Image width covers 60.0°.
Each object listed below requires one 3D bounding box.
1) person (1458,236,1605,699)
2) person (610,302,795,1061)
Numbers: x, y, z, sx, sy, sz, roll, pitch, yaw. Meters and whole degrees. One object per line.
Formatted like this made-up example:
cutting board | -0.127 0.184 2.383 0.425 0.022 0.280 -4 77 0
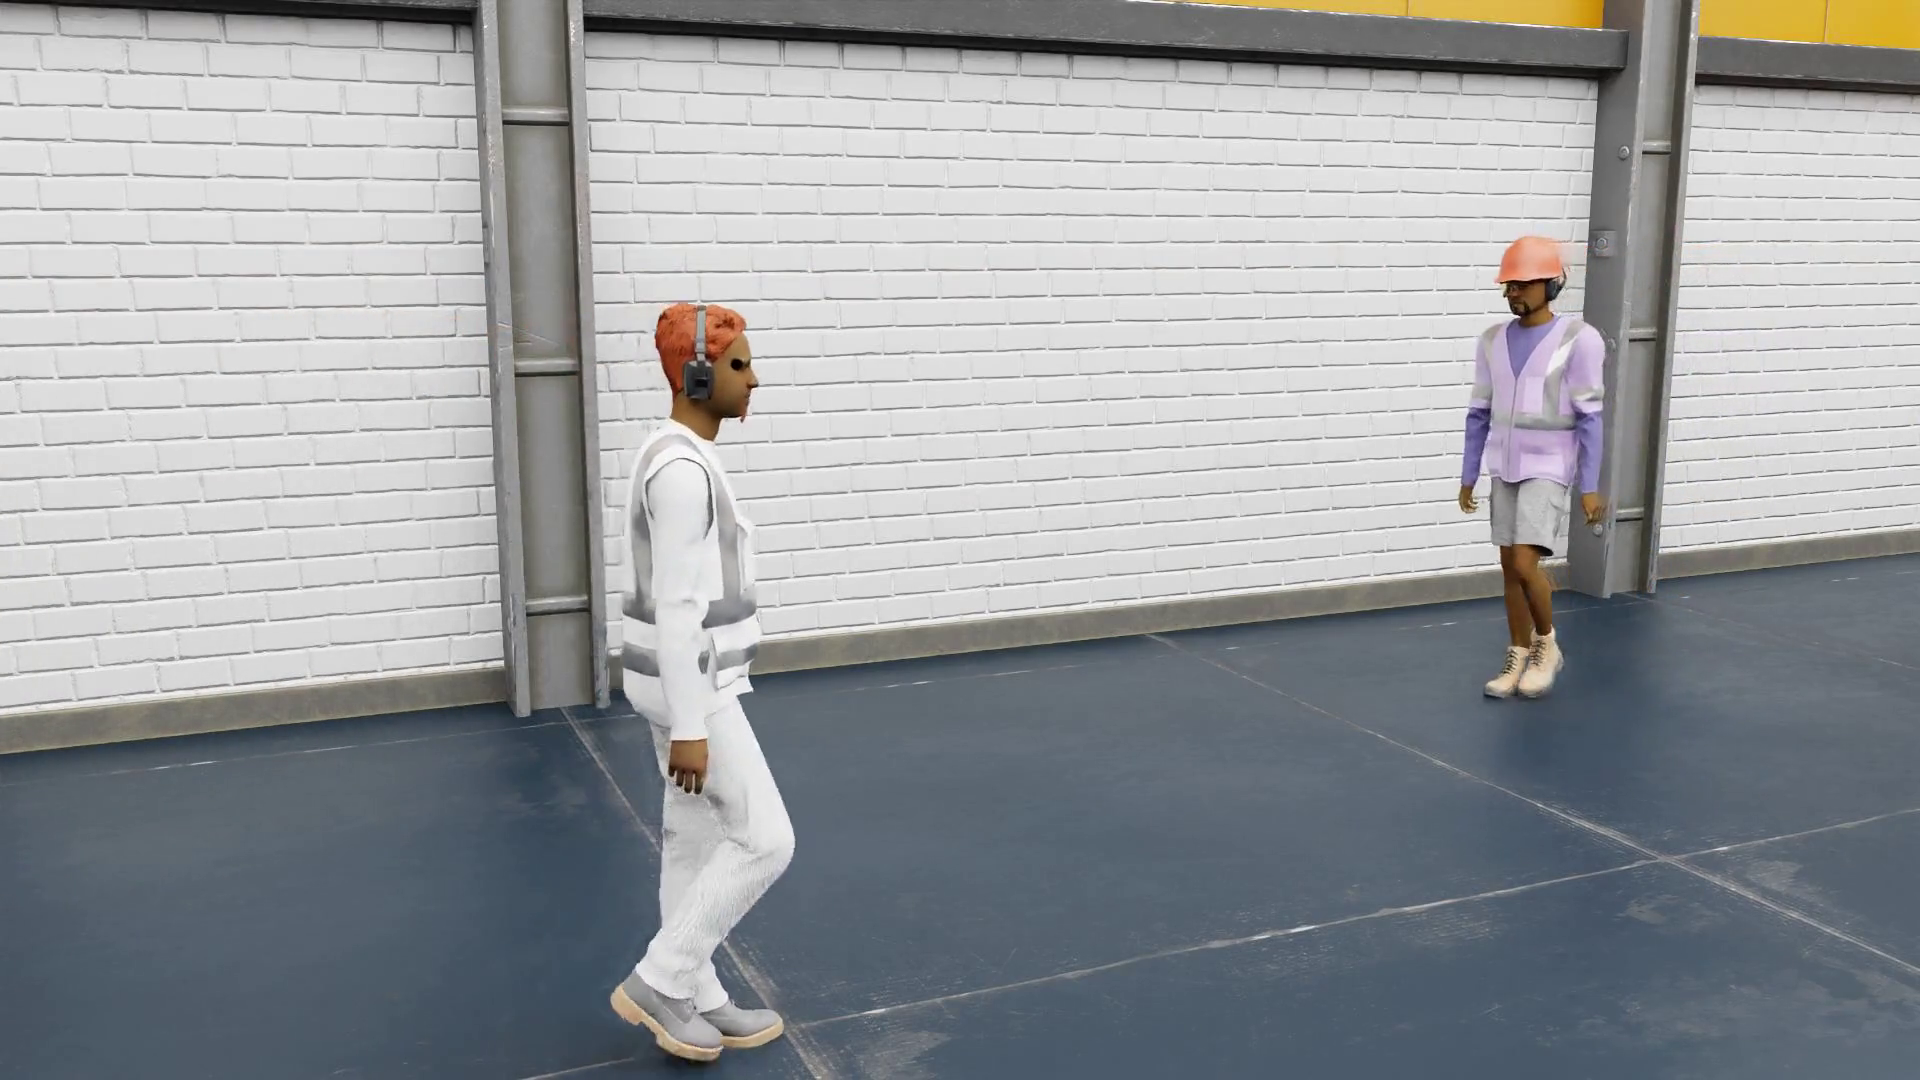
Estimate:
person | 2.452 -0.291 7.232 0.425 2.028 0.646 -7 12 -33
person | -0.608 0.368 4.033 0.414 1.870 0.612 -2 10 -10
